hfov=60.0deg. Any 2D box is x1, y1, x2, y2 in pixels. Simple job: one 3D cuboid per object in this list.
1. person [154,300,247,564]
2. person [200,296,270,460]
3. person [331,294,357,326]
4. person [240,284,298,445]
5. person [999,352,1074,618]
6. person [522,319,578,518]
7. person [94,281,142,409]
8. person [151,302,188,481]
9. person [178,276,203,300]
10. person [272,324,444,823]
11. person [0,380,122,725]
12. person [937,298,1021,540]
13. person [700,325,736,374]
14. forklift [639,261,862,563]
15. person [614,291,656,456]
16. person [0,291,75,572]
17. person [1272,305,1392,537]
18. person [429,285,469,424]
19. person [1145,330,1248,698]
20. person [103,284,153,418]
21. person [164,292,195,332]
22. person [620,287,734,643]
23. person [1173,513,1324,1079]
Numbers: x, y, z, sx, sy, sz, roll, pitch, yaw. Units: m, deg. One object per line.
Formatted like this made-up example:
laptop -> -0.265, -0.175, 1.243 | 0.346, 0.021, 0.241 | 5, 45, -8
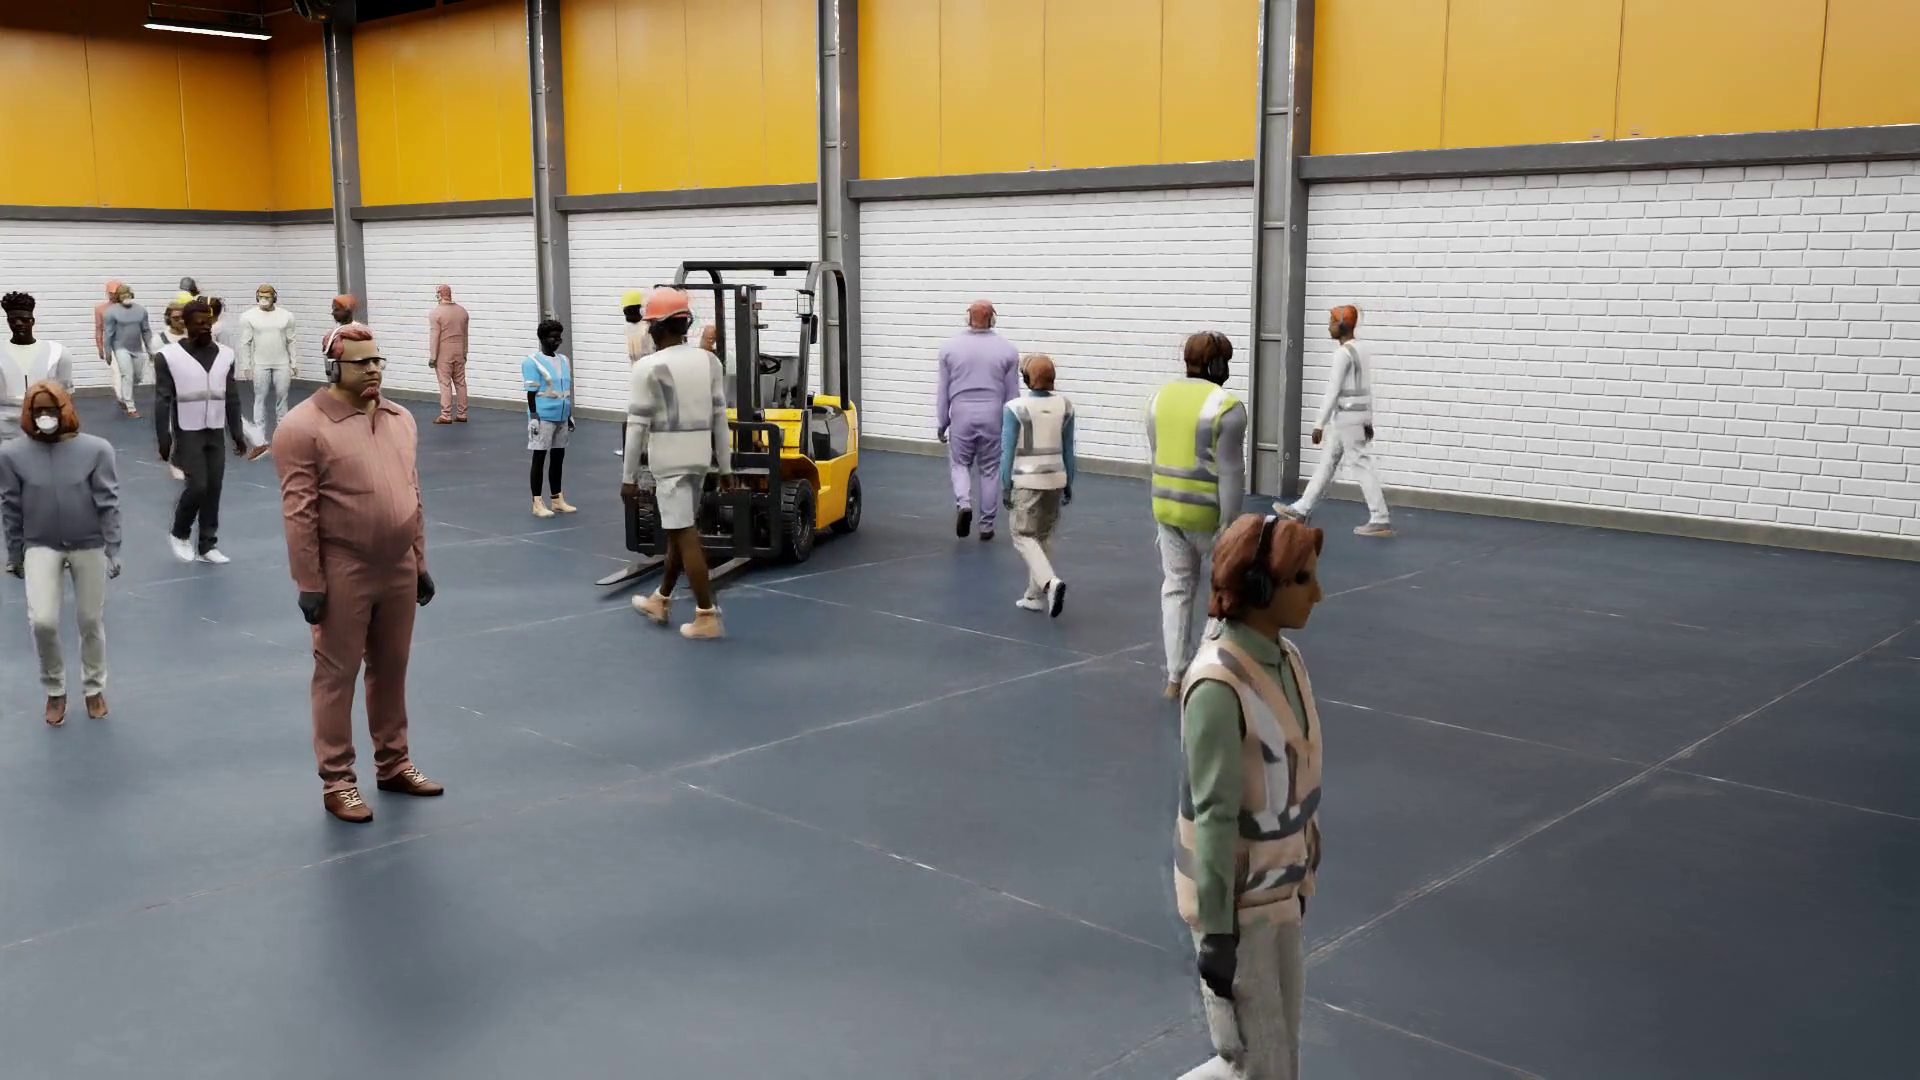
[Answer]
person -> -5.439, -0.763, 11.908 | 0.441, 1.902, 0.604 | 5, 11, 29
person -> -8.144, -1.769, 18.328 | 0.941, 1.831, 0.515 | -3, 10, -17
person -> -6.250, -1.540, 16.802 | 0.796, 1.855, 0.607 | -6, 11, -34
person -> -8.287, -2.097, 19.988 | 0.635, 1.935, 0.349 | -6, 11, -32
person -> 0.498, -0.322, 10.078 | 0.520, 1.622, 0.644 | -5, 11, -28
person -> -3.512, -1.041, 14.262 | 0.319, 1.692, 0.533 | 5, 10, 28
person -> -12.813, -2.970, 25.362 | 0.608, 1.941, 1.070 | -7, 12, -38
person -> -7.669, -1.441, 16.390 | 0.937, 1.811, 0.534 | 7, 11, 36
person -> -12.656, -3.400, 27.659 | 0.678, 2.000, 0.940 | 2, 10, 14
person -> -2.317, 0.119, 6.496 | 0.410, 1.908, 0.643 | 5, 10, 28
person -> -4.149, 0.065, 7.717 | 0.497, 1.616, 0.508 | -5, 10, -27
person -> 0.149, -0.924, 12.931 | 0.664, 1.892, 0.482 | 0, 9, 2
person -> -2.333, -1.231, 15.678 | 0.789, 1.604, 0.498 | 8, 13, 42
forklift -> -1.552, -1.040, 12.721 | 1.214, 2.155, 2.313 | 2, 9, 11
person -> -3.554, -1.868, 18.828 | 0.589, 1.879, 0.697 | 8, 12, 41
person -> -6.566, -0.767, 11.741 | 0.606, 1.966, 0.367 | -6, 11, -30
person -> 3.020, -0.952, 13.299 | 1.043, 1.824, 0.604 | 5, 10, 26
person -> -7.038, -2.544, 22.836 | 0.409, 1.904, 0.639 | 6, 11, 31
person -> 1.174, -0.108, 8.155 | 0.449, 1.828, 0.630 | -8, 12, -39
person -> -11.959, -2.693, 23.753 | 0.751, 1.912, 0.643 | 5, 11, 29
person -> -9.611, -2.171, 20.753 | 0.403, 1.835, 0.586 | 2, 10, 14
person -> -1.714, -0.434, 9.555 | 0.963, 2.006, 0.645 | 7, 12, 37
person -> 0.574, 0.747, 3.467 | 0.463, 1.623, 0.537 | 5, 10, 27
